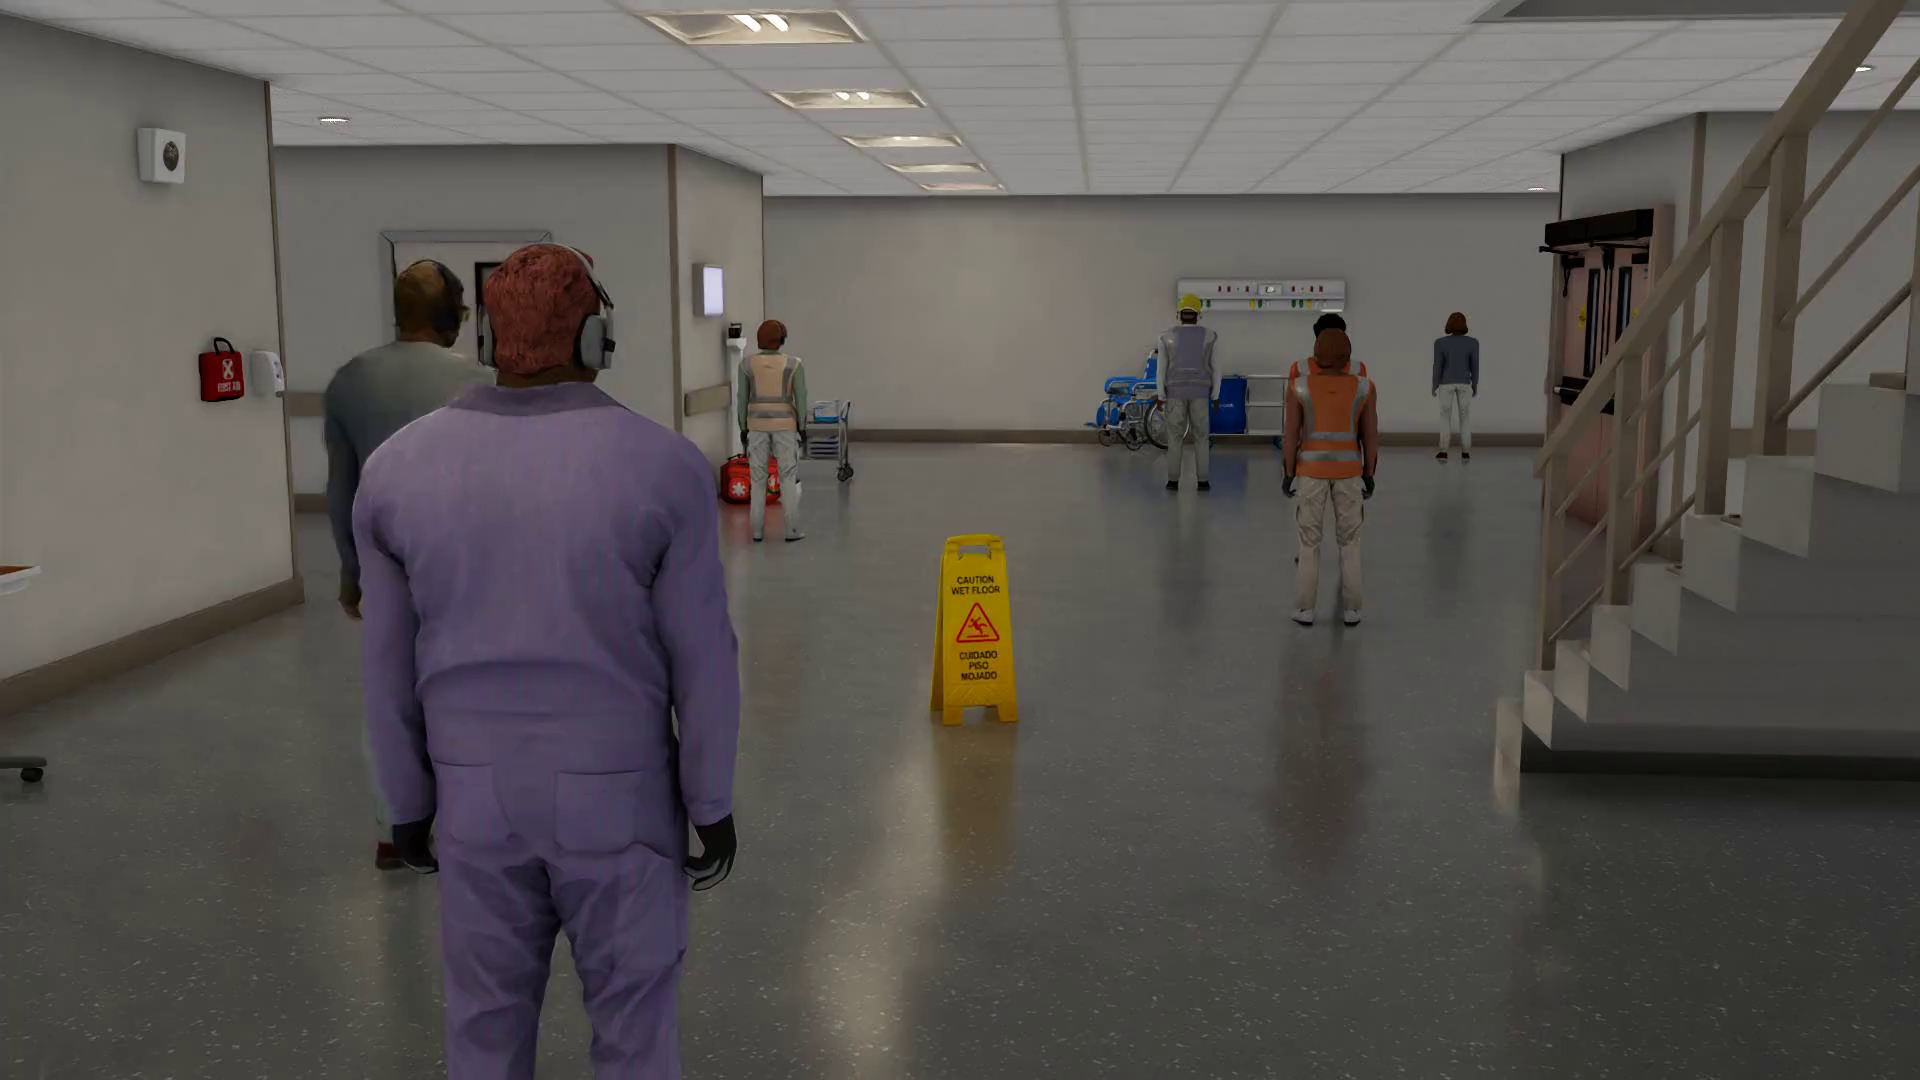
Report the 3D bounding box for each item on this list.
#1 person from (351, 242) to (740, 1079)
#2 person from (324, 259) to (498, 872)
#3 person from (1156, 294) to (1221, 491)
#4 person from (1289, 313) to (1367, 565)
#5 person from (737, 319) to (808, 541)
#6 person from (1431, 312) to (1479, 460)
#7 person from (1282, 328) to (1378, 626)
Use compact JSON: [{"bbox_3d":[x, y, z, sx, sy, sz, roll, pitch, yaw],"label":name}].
[{"bbox_3d":[-0.703,0.436,2.961,0.651,1.904,0.403,1,8,5],"label":"person"},{"bbox_3d":[-1.695,0.089,5.283,0.661,1.926,0.410,2,9,13],"label":"person"},{"bbox_3d":[2.118,-1.365,15.447,0.600,1.829,0.404,1,8,5],"label":"person"},{"bbox_3d":[2.463,-0.670,11.182,0.540,1.695,0.317,1,8,5],"label":"person"},{"bbox_3d":[-1.381,-0.801,12.270,0.522,1.638,0.310,1,8,5],"label":"person"},{"bbox_3d":[5.475,-1.699,18.397,0.507,1.630,0.268,1,8,5],"label":"person"},{"bbox_3d":[2.027,-0.341,9.140,0.522,1.638,0.310,1,8,5],"label":"person"}]
